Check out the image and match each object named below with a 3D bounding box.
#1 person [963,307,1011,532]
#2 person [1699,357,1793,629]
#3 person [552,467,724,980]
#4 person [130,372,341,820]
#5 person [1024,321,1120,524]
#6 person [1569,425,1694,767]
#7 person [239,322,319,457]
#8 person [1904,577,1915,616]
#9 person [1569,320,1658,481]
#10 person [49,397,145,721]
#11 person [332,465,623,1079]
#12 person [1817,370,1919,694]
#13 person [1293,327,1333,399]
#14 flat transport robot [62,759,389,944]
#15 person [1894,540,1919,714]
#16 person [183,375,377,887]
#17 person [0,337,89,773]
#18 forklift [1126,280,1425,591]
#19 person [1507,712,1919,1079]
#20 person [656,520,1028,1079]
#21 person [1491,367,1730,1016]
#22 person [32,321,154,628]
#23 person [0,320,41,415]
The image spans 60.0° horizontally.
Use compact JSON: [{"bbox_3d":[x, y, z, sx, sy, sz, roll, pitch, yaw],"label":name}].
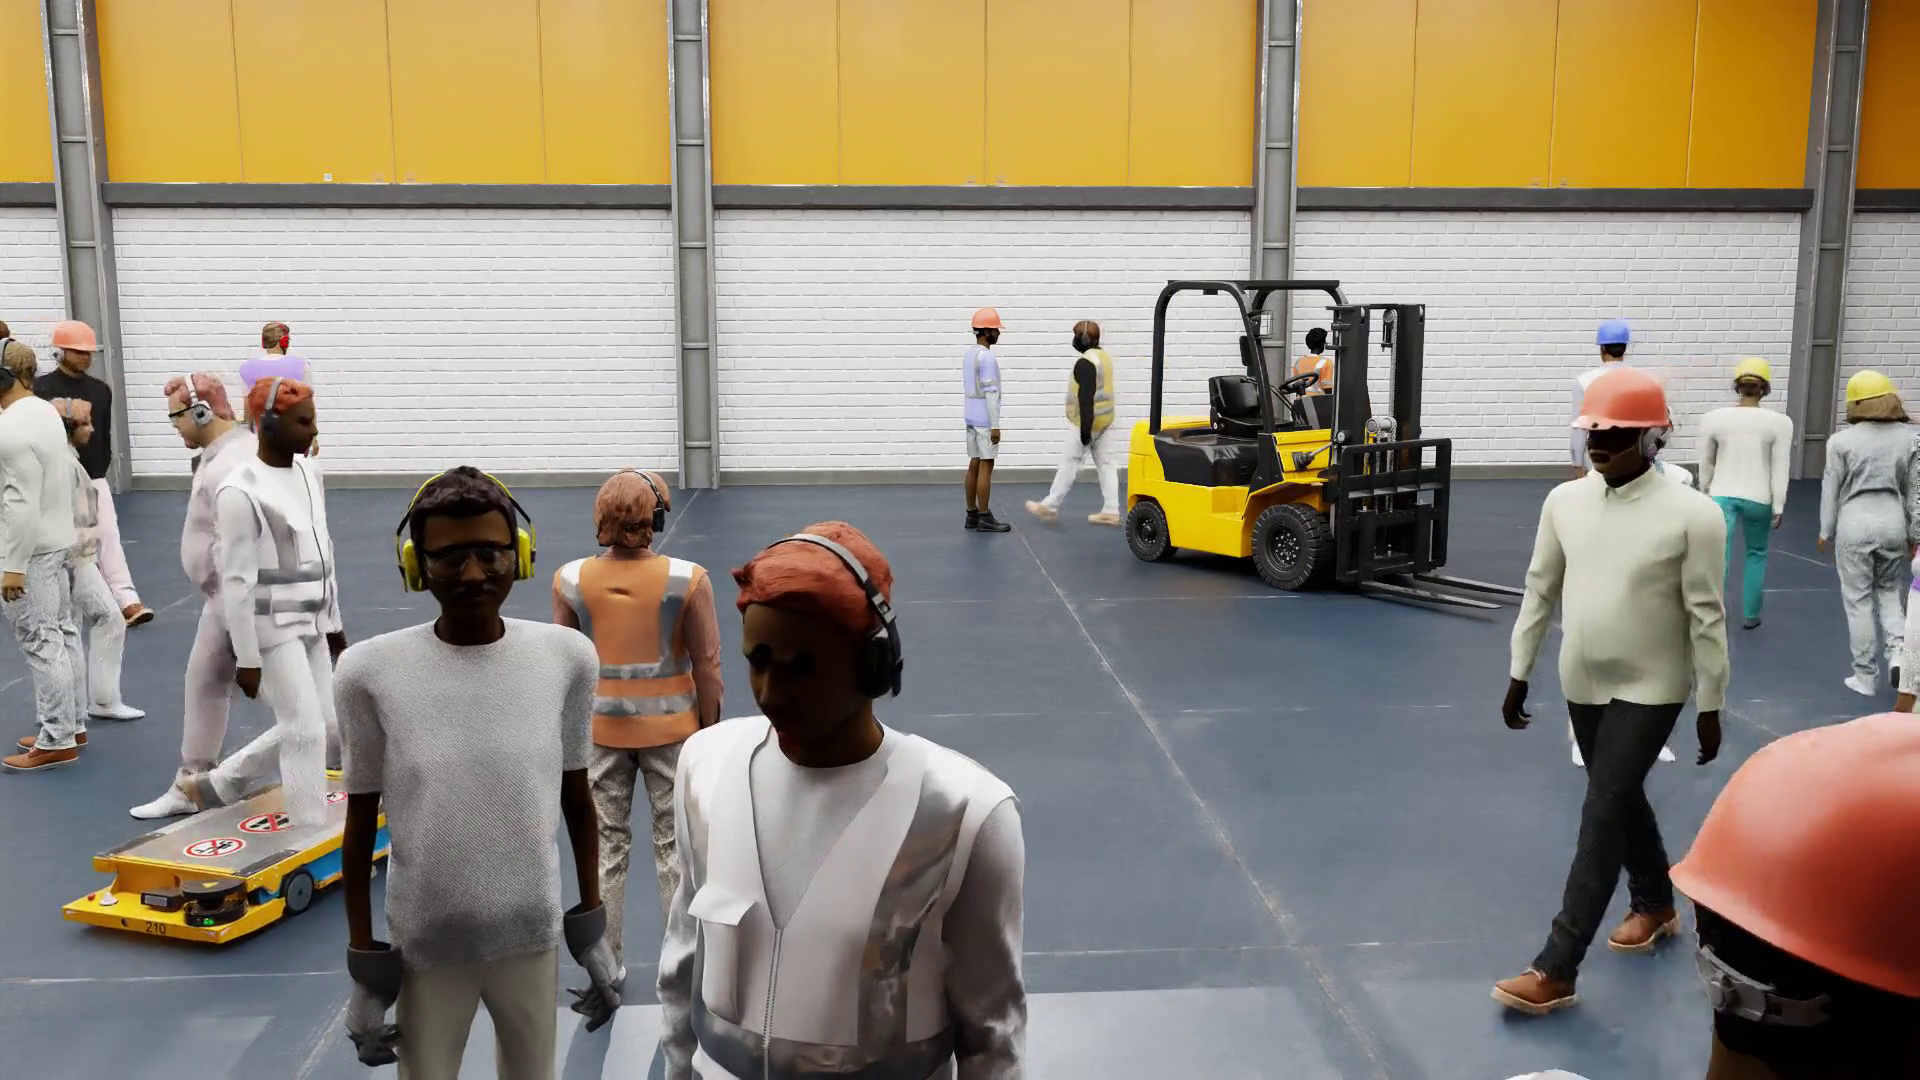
[{"bbox_3d":[0.219,-1.033,14.369,0.354,1.939,0.544,-4,10,-22],"label":"person"},{"bbox_3d":[4.759,-0.254,10.141,0.519,1.724,0.881,5,10,30],"label":"person"},{"bbox_3d":[-0.966,0.602,5.035,0.514,1.641,0.307,1,9,4],"label":"person"},{"bbox_3d":[-2.867,0.223,6.789,0.982,1.842,0.690,-4,10,-24],"label":"person"},{"bbox_3d":[1.032,-1.041,14.826,0.900,1.803,0.655,4,10,24],"label":"person"},{"bbox_3d":[3.046,0.209,7.534,0.521,1.638,0.320,0,9,-1],"label":"person"},{"bbox_3d":[-5.463,-0.826,13.377,0.563,1.837,0.388,-1,9,-6],"label":"person"},{"bbox_3d":[4.470,0.265,7.237,0.769,1.604,0.499,-3,9,-16],"label":"person"},{"bbox_3d":[4.514,-0.574,11.594,0.613,1.905,0.863,1,9,5],"label":"person"},{"bbox_3d":[-4.294,0.110,8.167,0.530,1.620,0.530,-6,11,-34],"label":"person"},{"bbox_3d":[-0.902,0.785,3.164,0.521,1.873,0.334,-5,10,-27],"label":"person"},{"bbox_3d":[4.818,-0.037,8.817,0.490,1.716,0.379,1,9,9],"label":"person"},{"bbox_3d":[3.572,-1.301,16.826,0.320,1.694,0.531,-5,10,-29],"label":"person"},{"bbox_3d":[-2.484,1.107,6.144,0.652,0.197,1.431,3,10,18],"label":"flat transport robot"},{"bbox_3d":[3.263,0.430,5.329,0.575,1.892,0.503,0,9,3],"label":"person"},{"bbox_3d":[-2.514,0.331,6.042,0.718,1.864,0.579,1,9,6],"label":"person"},{"bbox_3d":[-4.160,0.067,7.456,0.355,1.938,0.636,-3,9,-15],"label":"person"},{"bbox_3d":[2.301,-0.860,12.475,1.214,2.155,2.313,-6,11,-35],"label":"forklift"},{"bbox_3d":[0.514,1.072,1.292,0.807,1.901,0.559,-5,10,-27],"label":"person"},{"bbox_3d":[-0.188,0.904,2.363,0.573,1.887,0.355,4,10,26],"label":"person"},{"bbox_3d":[2.030,0.432,5.179,1.037,1.940,0.652,-6,11,-32],"label":"person"},{"bbox_3d":[-5.550,-0.400,10.433,1.075,1.933,0.598,6,11,33],"label":"person"},{"bbox_3d":[-8.180,-0.964,14.237,0.429,1.841,0.633,7,12,38],"label":"person"}]
